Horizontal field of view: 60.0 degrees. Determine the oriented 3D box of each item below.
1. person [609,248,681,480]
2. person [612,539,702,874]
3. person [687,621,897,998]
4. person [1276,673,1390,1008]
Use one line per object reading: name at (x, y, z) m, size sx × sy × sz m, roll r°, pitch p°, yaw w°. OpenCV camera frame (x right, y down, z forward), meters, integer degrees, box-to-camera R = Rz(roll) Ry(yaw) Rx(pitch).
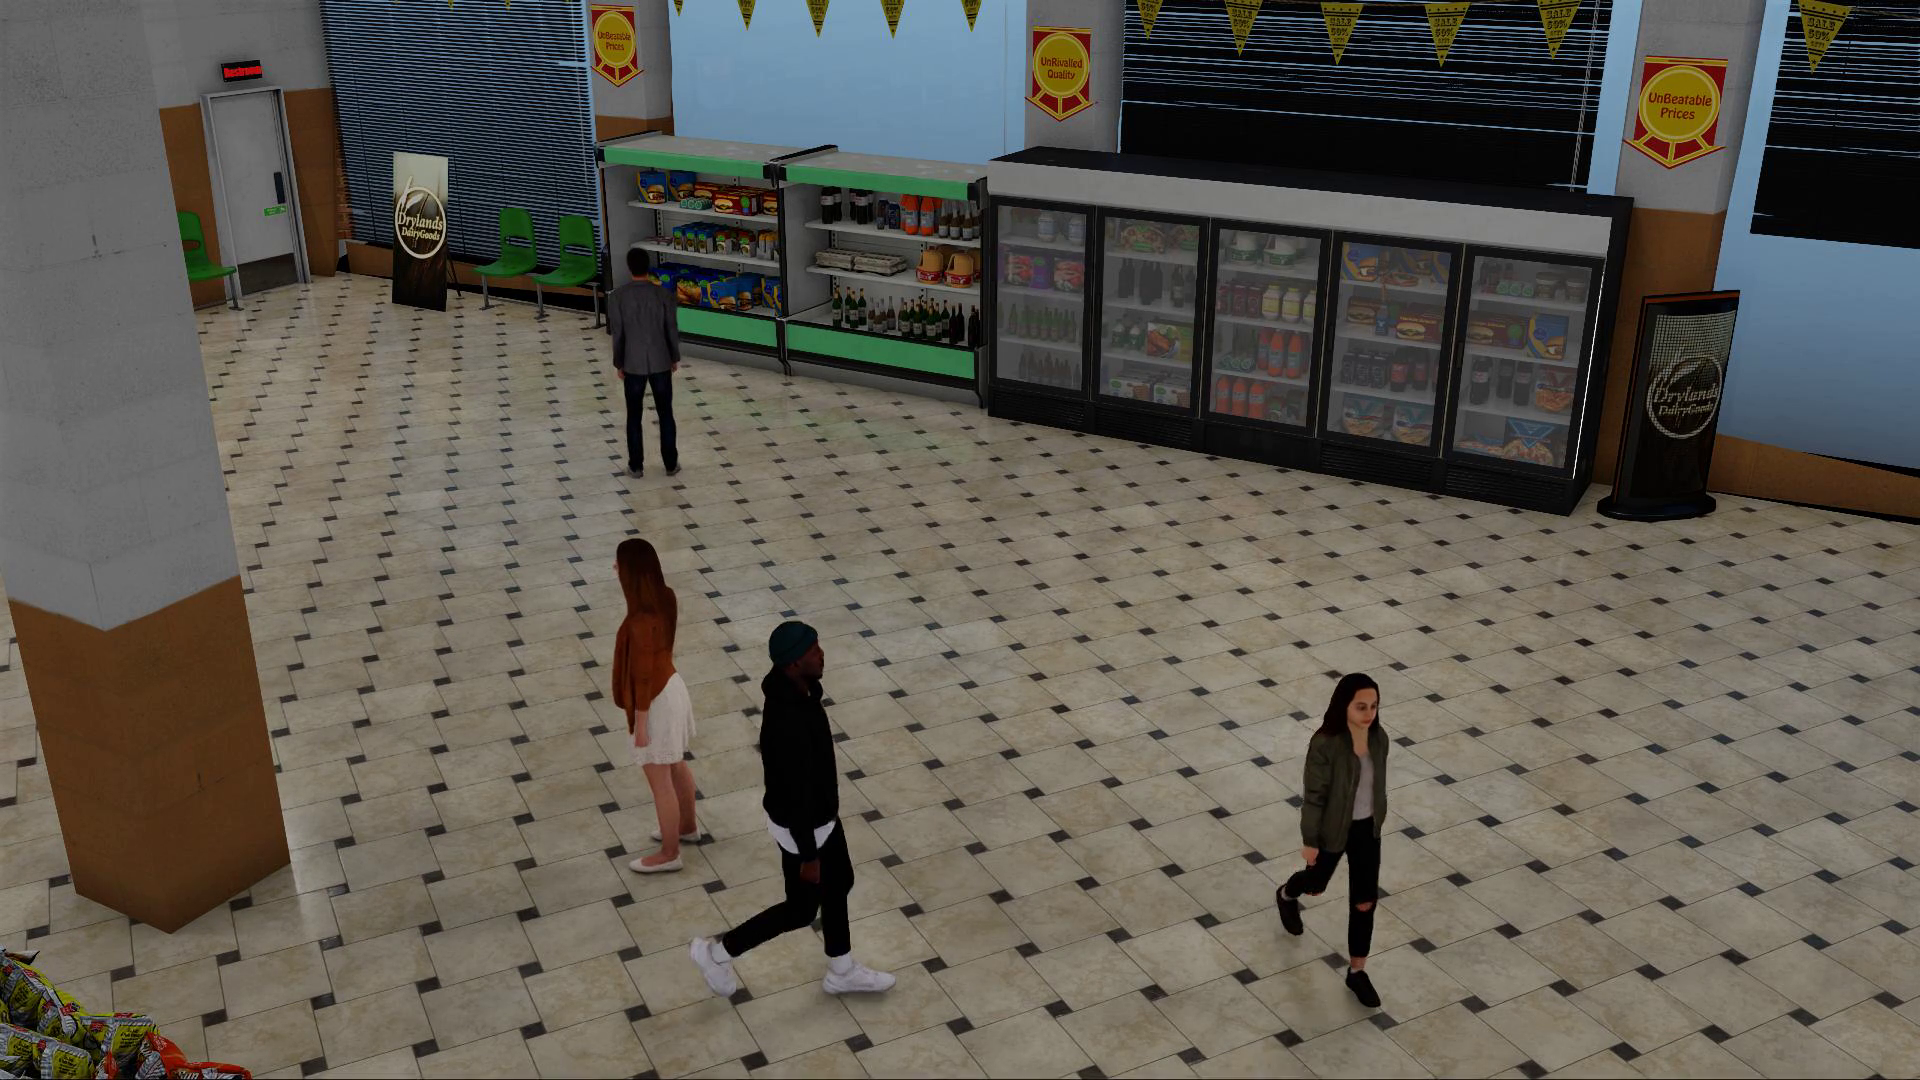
person at (-2.493, -1.403, 13.290) m, size 0.778 × 1.874 × 0.845 m, roll -5°, pitch 22°, yaw -12°
person at (-1.453, 0.789, 8.043) m, size 0.686 × 1.718 × 0.689 m, roll 3°, pitch 22°, yaw 6°
person at (-0.730, 1.185, 6.951) m, size 1.219 × 1.798 × 1.012 m, roll 0°, pitch 22°, yaw 0°
person at (1.627, 1.244, 7.272) m, size 0.975 × 1.449 × 1.058 m, roll -7°, pitch 23°, yaw -16°
